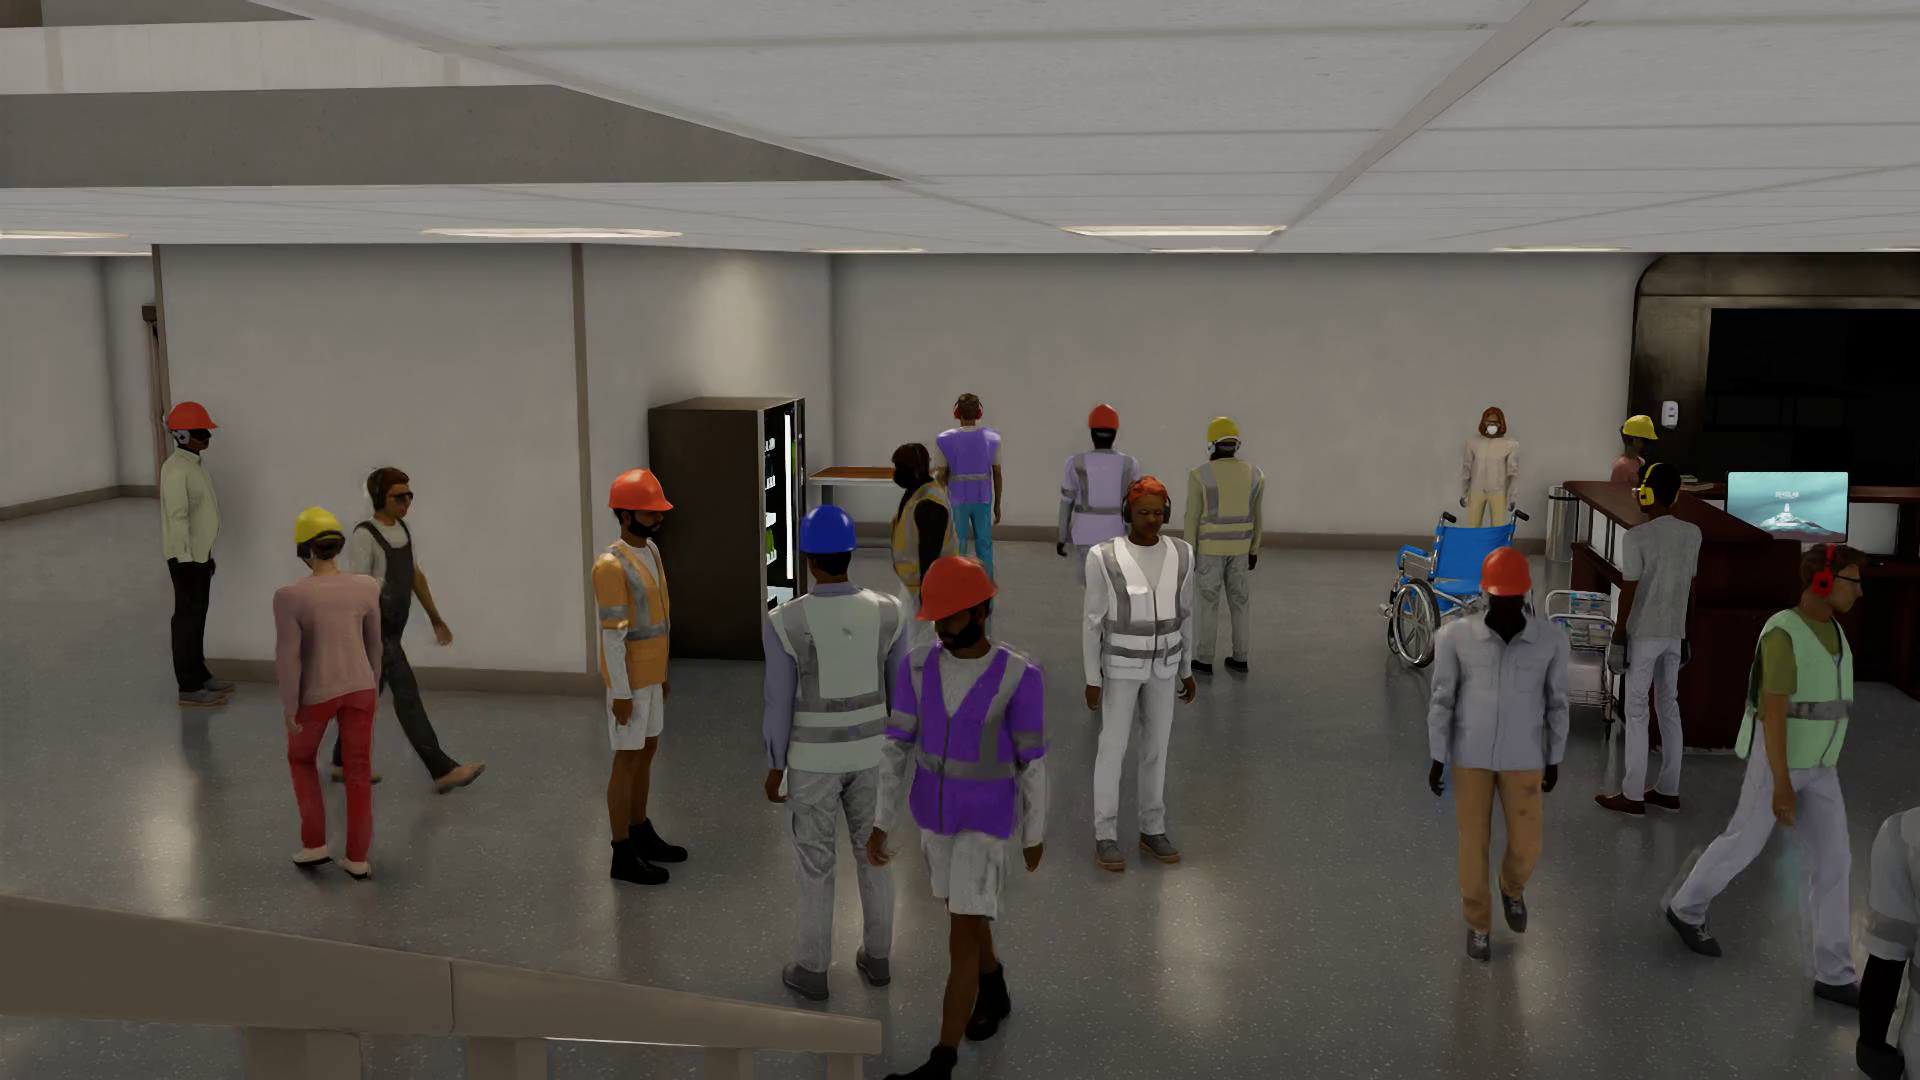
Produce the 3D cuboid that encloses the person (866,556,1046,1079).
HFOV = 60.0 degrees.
[{"bbox_3d":[-0.020,0.982,5.834,0.546,1.856,1.063,5,11,29],"label":"person"}]

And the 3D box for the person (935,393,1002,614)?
[{"bbox_3d":[0.073,-0.286,13.710,0.564,1.846,0.390,-2,9,-11],"label":"person"}]

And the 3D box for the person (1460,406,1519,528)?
[{"bbox_3d":[4.802,-0.400,15.105,0.504,1.627,0.285,5,10,27],"label":"person"}]

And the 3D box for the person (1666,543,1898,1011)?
[{"bbox_3d":[3.285,0.887,6.631,0.604,1.798,0.949,-6,11,-32],"label":"person"}]

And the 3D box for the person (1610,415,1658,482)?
[{"bbox_3d":[5.087,-0.070,12.631,0.329,1.765,0.533,8,12,39],"label":"person"}]

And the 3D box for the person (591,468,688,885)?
[{"bbox_3d":[-1.492,0.627,7.792,0.357,1.937,0.550,2,9,9],"label":"person"}]

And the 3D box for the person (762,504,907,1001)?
[{"bbox_3d":[-0.485,0.828,6.514,0.601,1.950,0.383,-5,10,-26],"label":"person"}]

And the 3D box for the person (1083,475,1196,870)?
[{"bbox_3d":[0.858,0.628,7.949,0.583,1.882,0.338,-4,10,-21],"label":"person"}]

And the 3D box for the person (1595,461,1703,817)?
[{"bbox_3d":[3.618,0.519,8.704,0.508,1.862,0.326,-4,10,-22],"label":"person"}]

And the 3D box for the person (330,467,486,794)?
[{"bbox_3d":[-3.087,0.493,9.070,0.957,1.793,0.519,1,9,4],"label":"person"}]

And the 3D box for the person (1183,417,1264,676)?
[{"bbox_3d":[1.842,0.046,11.739,0.596,1.824,0.403,-3,10,-19],"label":"person"}]

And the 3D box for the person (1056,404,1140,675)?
[{"bbox_3d":[0.990,-0.029,11.975,0.565,1.882,0.978,-1,9,-5],"label":"person"}]

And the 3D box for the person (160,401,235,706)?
[{"bbox_3d":[-5.036,0.085,10.956,0.392,1.995,0.612,-2,9,-11],"label":"person"}]

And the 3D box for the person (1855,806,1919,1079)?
[{"bbox_3d":[2.416,1.258,3.871,0.614,1.952,0.388,6,11,32],"label":"person"}]

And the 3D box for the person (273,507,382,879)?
[{"bbox_3d":[-2.978,0.710,7.840,0.542,1.743,0.579,-8,12,-40],"label":"person"}]

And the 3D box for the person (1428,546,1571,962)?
[{"bbox_3d":[2.228,0.870,6.908,0.568,1.734,0.424,2,9,13],"label":"person"}]
